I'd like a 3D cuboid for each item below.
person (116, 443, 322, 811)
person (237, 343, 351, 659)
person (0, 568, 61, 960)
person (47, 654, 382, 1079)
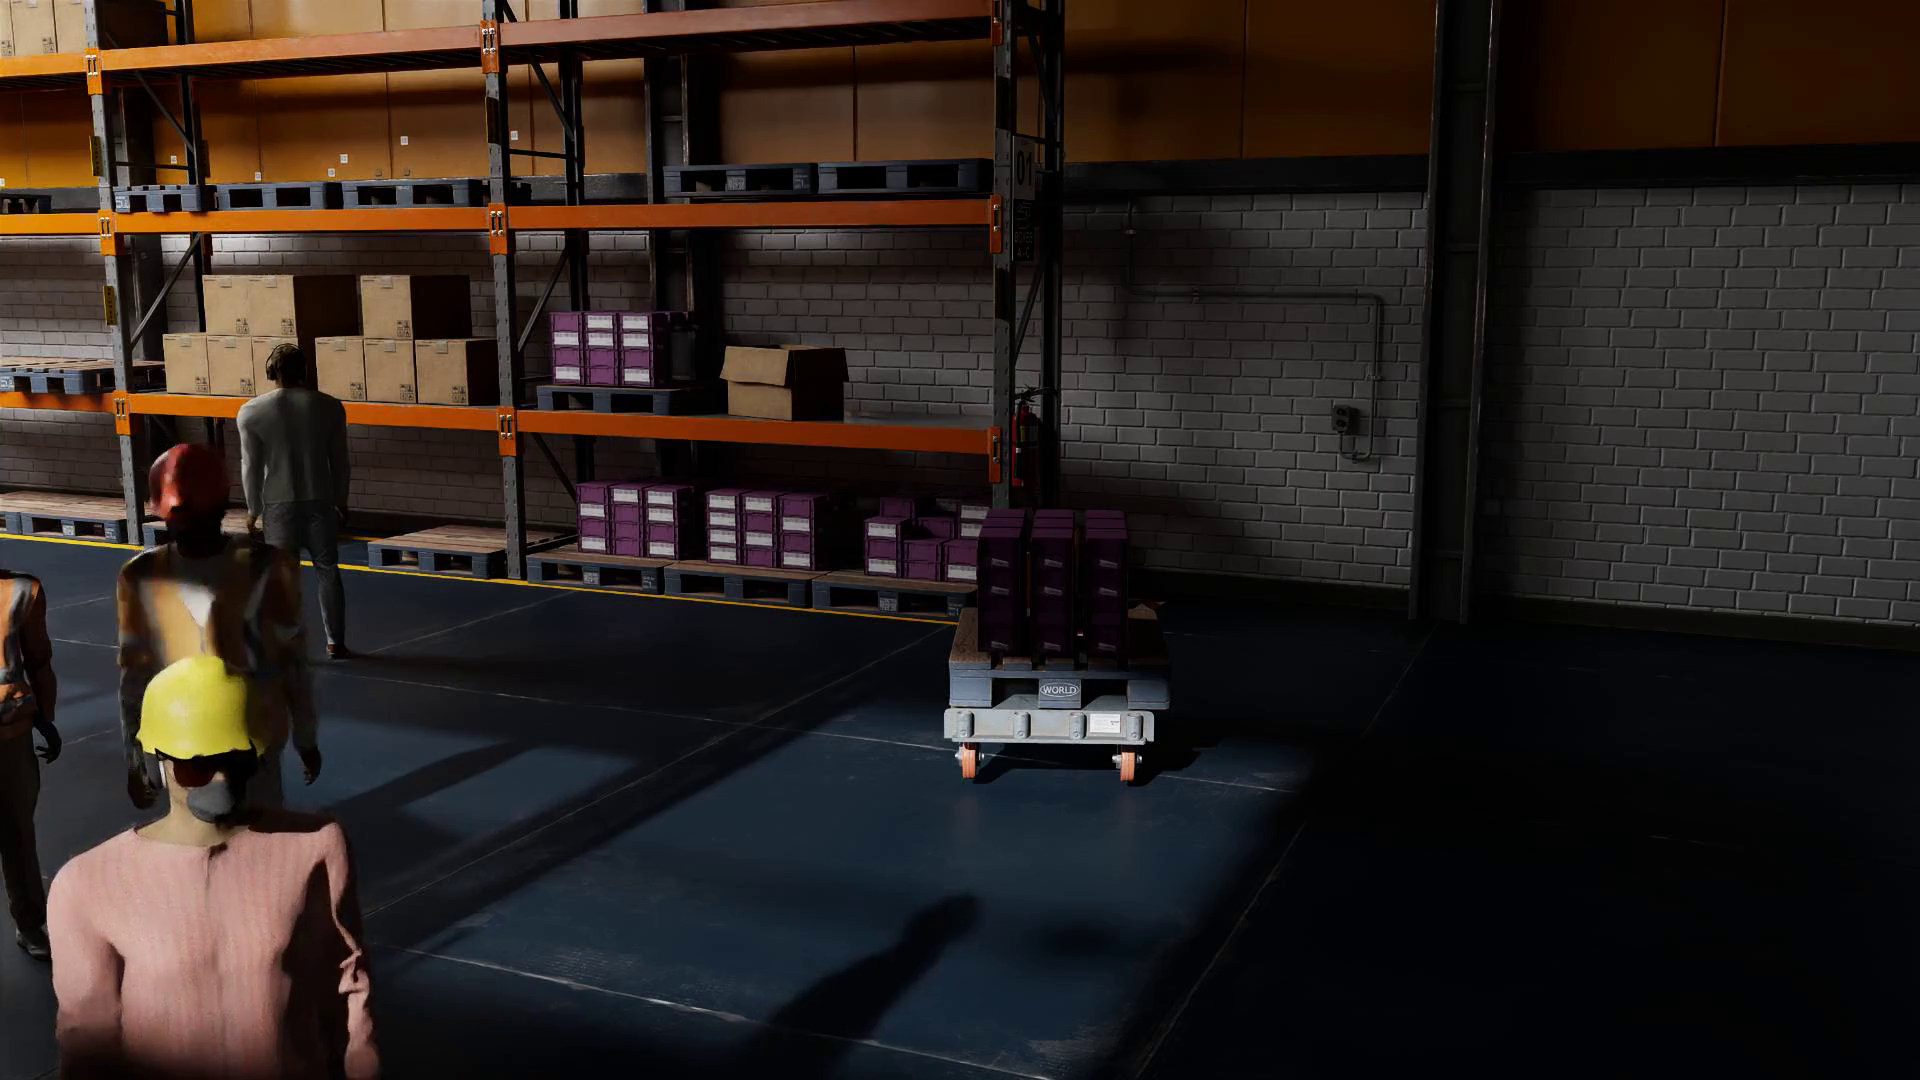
[{"bbox_3d":[-2.360,0.615,5.299,0.554,1.869,1.039,-1,10,-7],"label":"person"},{"bbox_3d":[-4.002,-0.213,10.056,0.627,1.940,0.371,-6,11,-31],"label":"person"},{"bbox_3d":[-3.356,0.667,5.675,0.513,1.641,0.309,-8,12,-39],"label":"person"},{"bbox_3d":[-1.349,1.051,3.060,0.540,1.749,0.707,-6,11,-34],"label":"person"}]
